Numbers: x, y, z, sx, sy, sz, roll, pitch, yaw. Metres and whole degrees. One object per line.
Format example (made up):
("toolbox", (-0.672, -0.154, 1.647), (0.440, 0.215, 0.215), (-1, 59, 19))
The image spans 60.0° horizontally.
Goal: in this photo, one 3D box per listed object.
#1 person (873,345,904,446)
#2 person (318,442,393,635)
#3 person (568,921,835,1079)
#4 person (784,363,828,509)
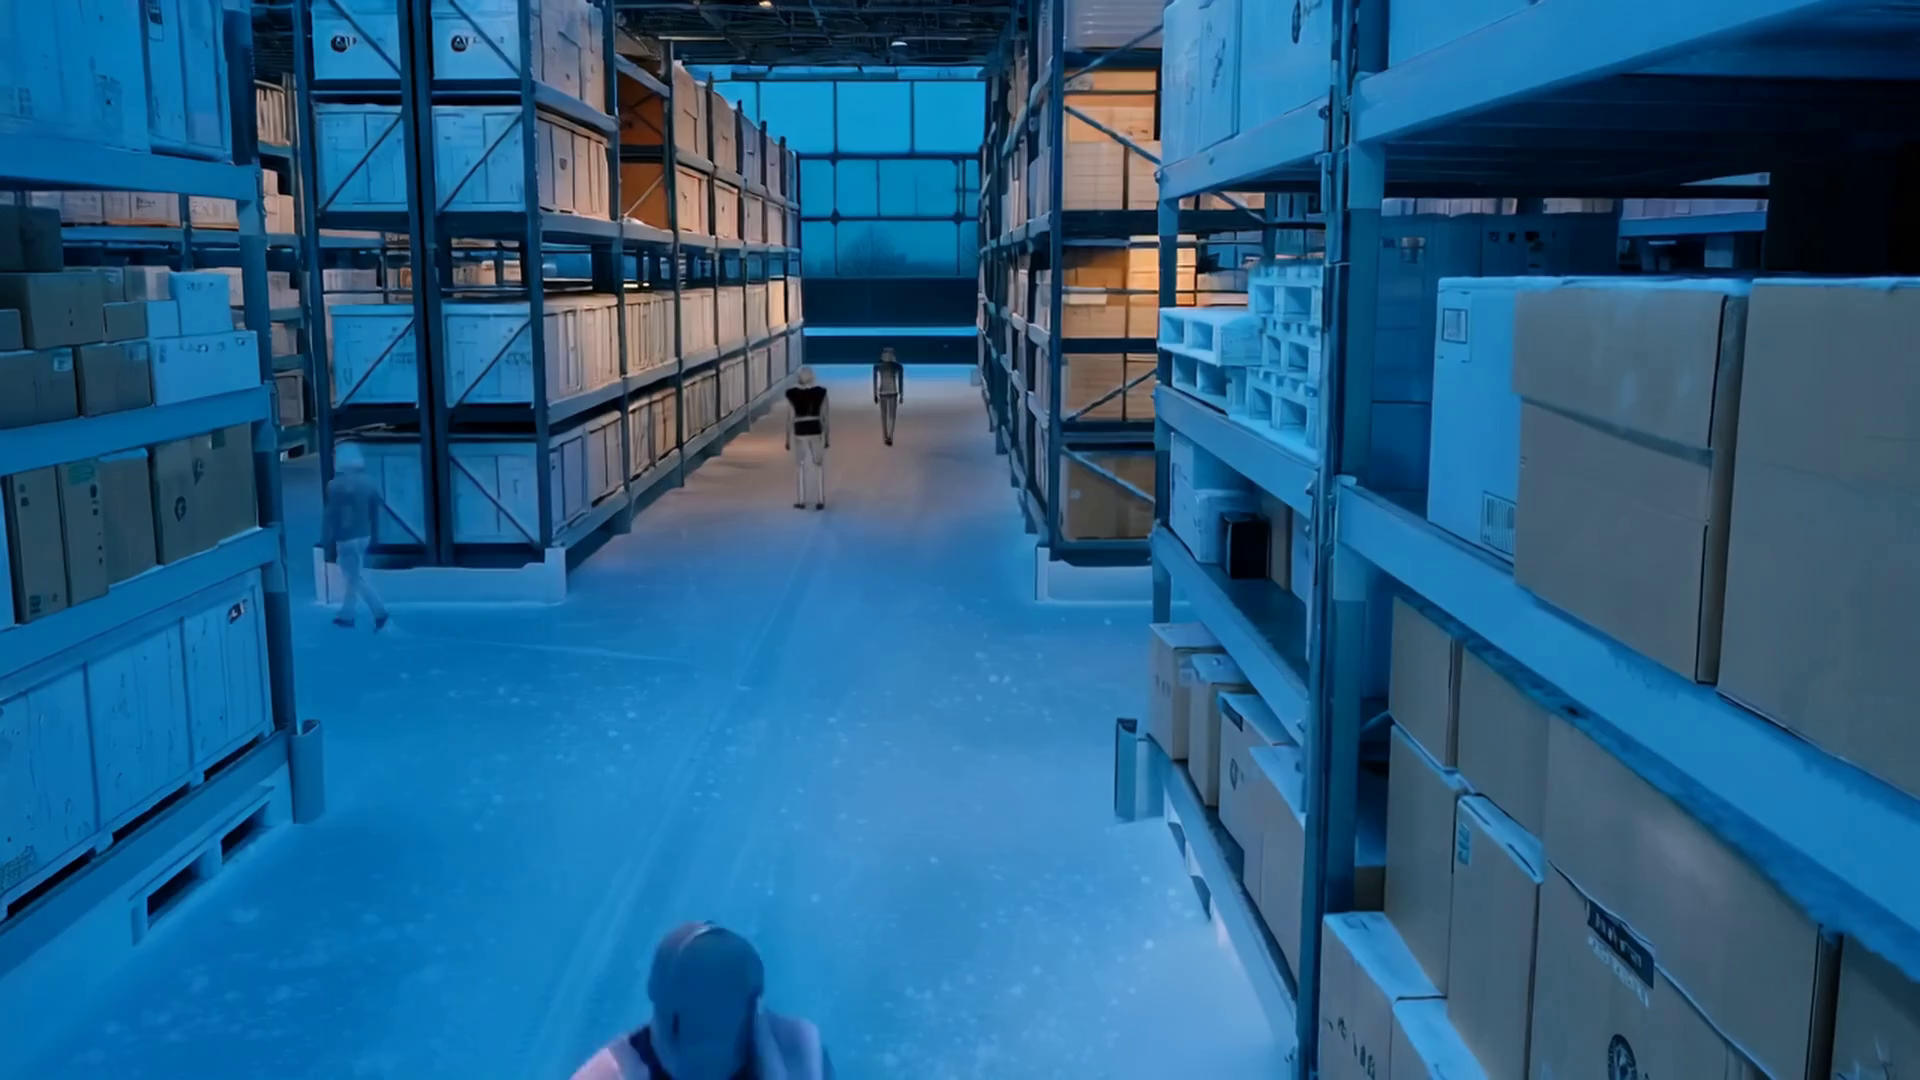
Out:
("person", (-1.241, -2.502, 28.712), (0.521, 1.729, 0.888), (1, 9, 8))
("person", (-5.022, -0.013, 13.849), (0.783, 1.603, 0.509), (5, 10, 27))
("person", (-0.575, 1.595, 3.468), (0.613, 1.791, 0.997), (-8, 12, -39))
("person", (-1.935, -1.304, 21.029), (0.565, 1.841, 0.396), (-3, 10, -19))
